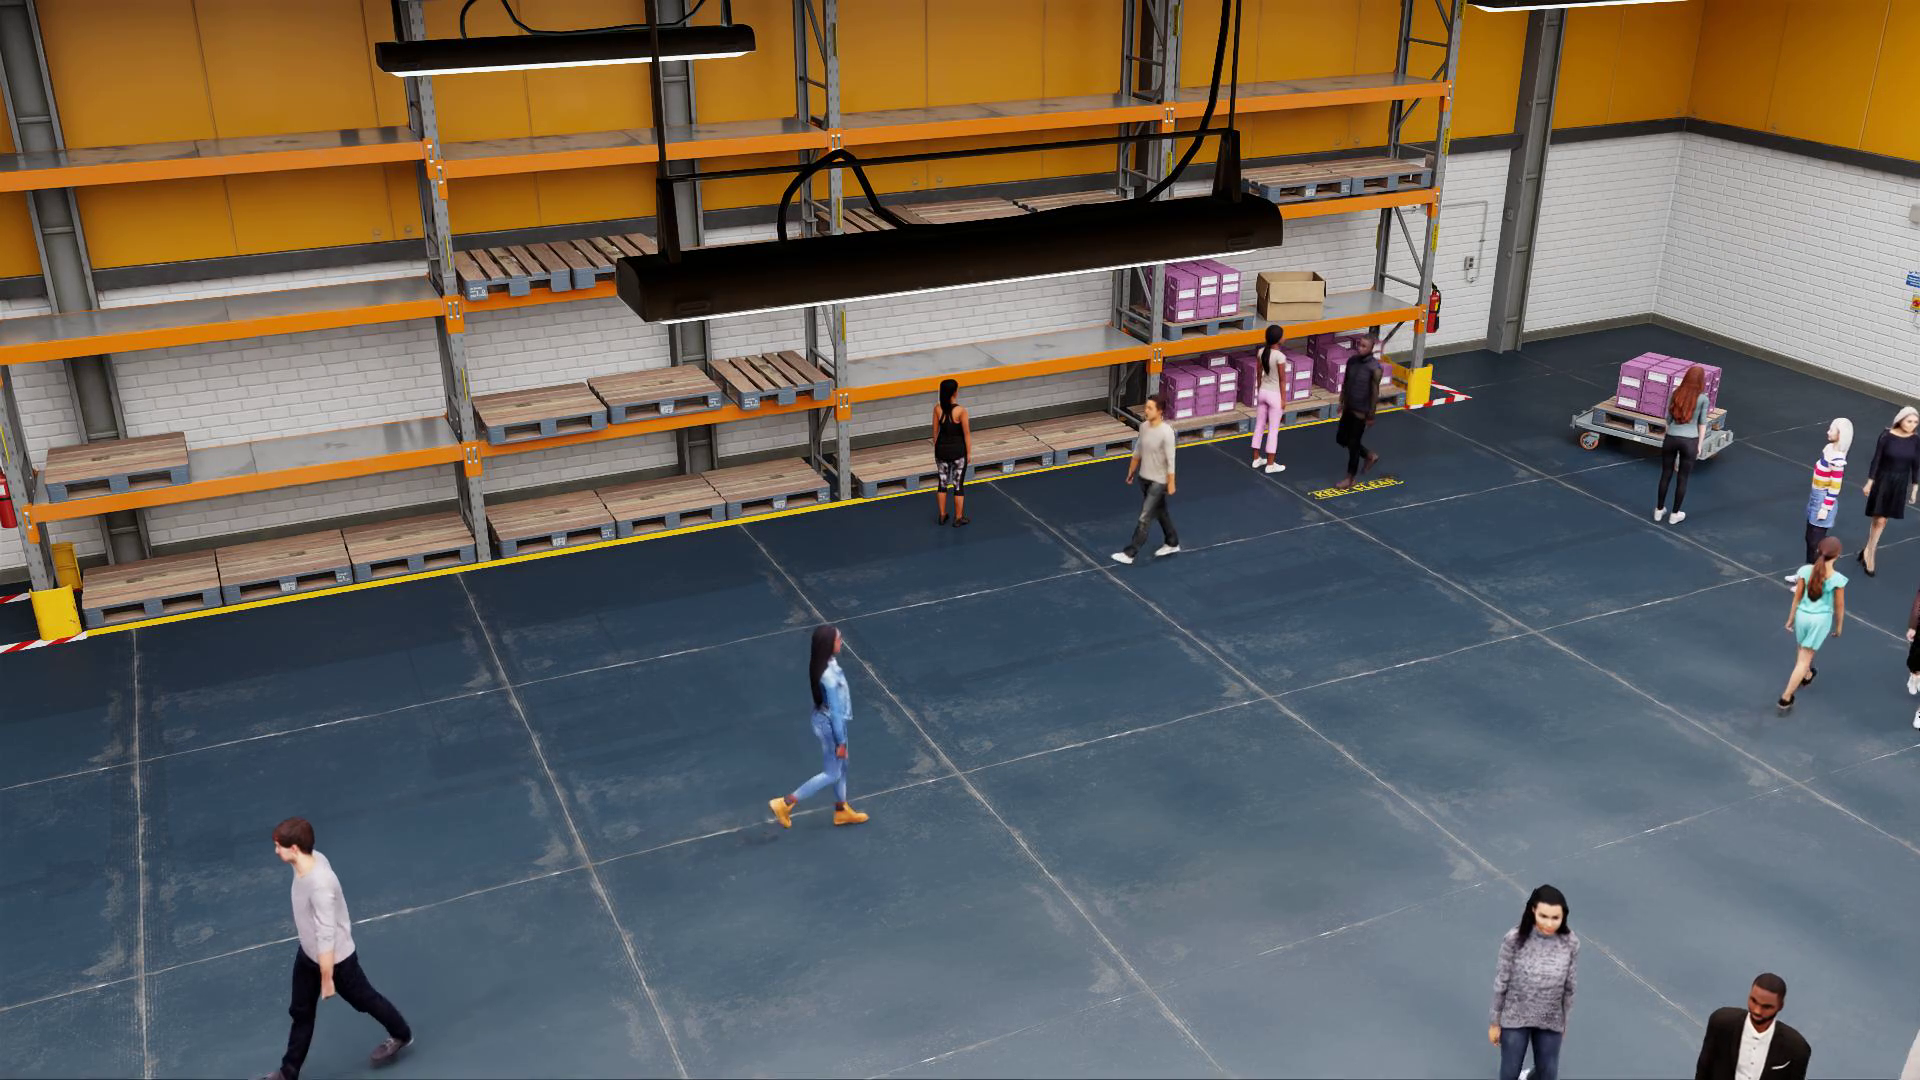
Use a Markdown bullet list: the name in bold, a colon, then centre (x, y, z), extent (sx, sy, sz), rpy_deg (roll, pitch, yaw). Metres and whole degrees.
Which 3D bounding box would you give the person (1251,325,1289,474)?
- **person**: centre (3.594, -1.648, 19.281), extent (0.568, 1.744, 0.614), rpy_deg (-16, 28, -32)

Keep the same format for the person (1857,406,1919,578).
- **person**: centre (9.323, -0.538, 16.748), extent (0.775, 1.739, 0.834), rpy_deg (3, 24, 6)

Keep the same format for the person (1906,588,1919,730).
- **person**: centre (8.207, 0.719, 13.939), extent (0.902, 1.686, 1.039), rpy_deg (14, 27, 29)

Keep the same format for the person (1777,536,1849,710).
- **person**: centre (7.217, 0.729, 14.125), extent (1.132, 1.518, 0.809), rpy_deg (-22, 32, -40)

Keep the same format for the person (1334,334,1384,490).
- **person**: centre (4.559, -1.457, 18.750), extent (0.833, 1.819, 0.708), rpy_deg (-11, 26, -23)

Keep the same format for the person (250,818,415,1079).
- **person**: centre (-3.653, 2.438, 9.889), extent (1.270, 1.779, 0.897), rpy_deg (-18, 30, -36)

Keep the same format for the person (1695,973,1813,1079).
- **person**: centre (4.084, 2.969, 8.661), extent (0.792, 1.790, 0.831), rpy_deg (15, 28, 30)

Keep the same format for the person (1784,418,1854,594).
- **person**: centre (8.409, -0.338, 16.202), extent (0.744, 1.809, 0.710), rpy_deg (6, 24, 14)

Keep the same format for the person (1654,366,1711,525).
- **person**: centre (7.746, -1.029, 17.868), extent (0.643, 1.741, 0.663), rpy_deg (17, 29, 33)

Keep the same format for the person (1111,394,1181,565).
- **person**: centre (2.056, -0.619, 16.899), extent (1.121, 1.766, 0.734), rpy_deg (-14, 27, -28)

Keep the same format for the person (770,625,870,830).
- **person**: centre (-1.056, 1.423, 12.323), extent (1.032, 1.690, 0.721), rpy_deg (-6, 24, -14)

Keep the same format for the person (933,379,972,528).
- **person**: centre (-0.096, -0.947, 17.780), extent (0.650, 1.661, 0.695), rpy_deg (10, 26, 22)

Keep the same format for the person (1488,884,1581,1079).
- **person**: centre (3.227, 2.659, 9.457), extent (0.807, 1.721, 0.860), rpy_deg (4, 24, 9)
